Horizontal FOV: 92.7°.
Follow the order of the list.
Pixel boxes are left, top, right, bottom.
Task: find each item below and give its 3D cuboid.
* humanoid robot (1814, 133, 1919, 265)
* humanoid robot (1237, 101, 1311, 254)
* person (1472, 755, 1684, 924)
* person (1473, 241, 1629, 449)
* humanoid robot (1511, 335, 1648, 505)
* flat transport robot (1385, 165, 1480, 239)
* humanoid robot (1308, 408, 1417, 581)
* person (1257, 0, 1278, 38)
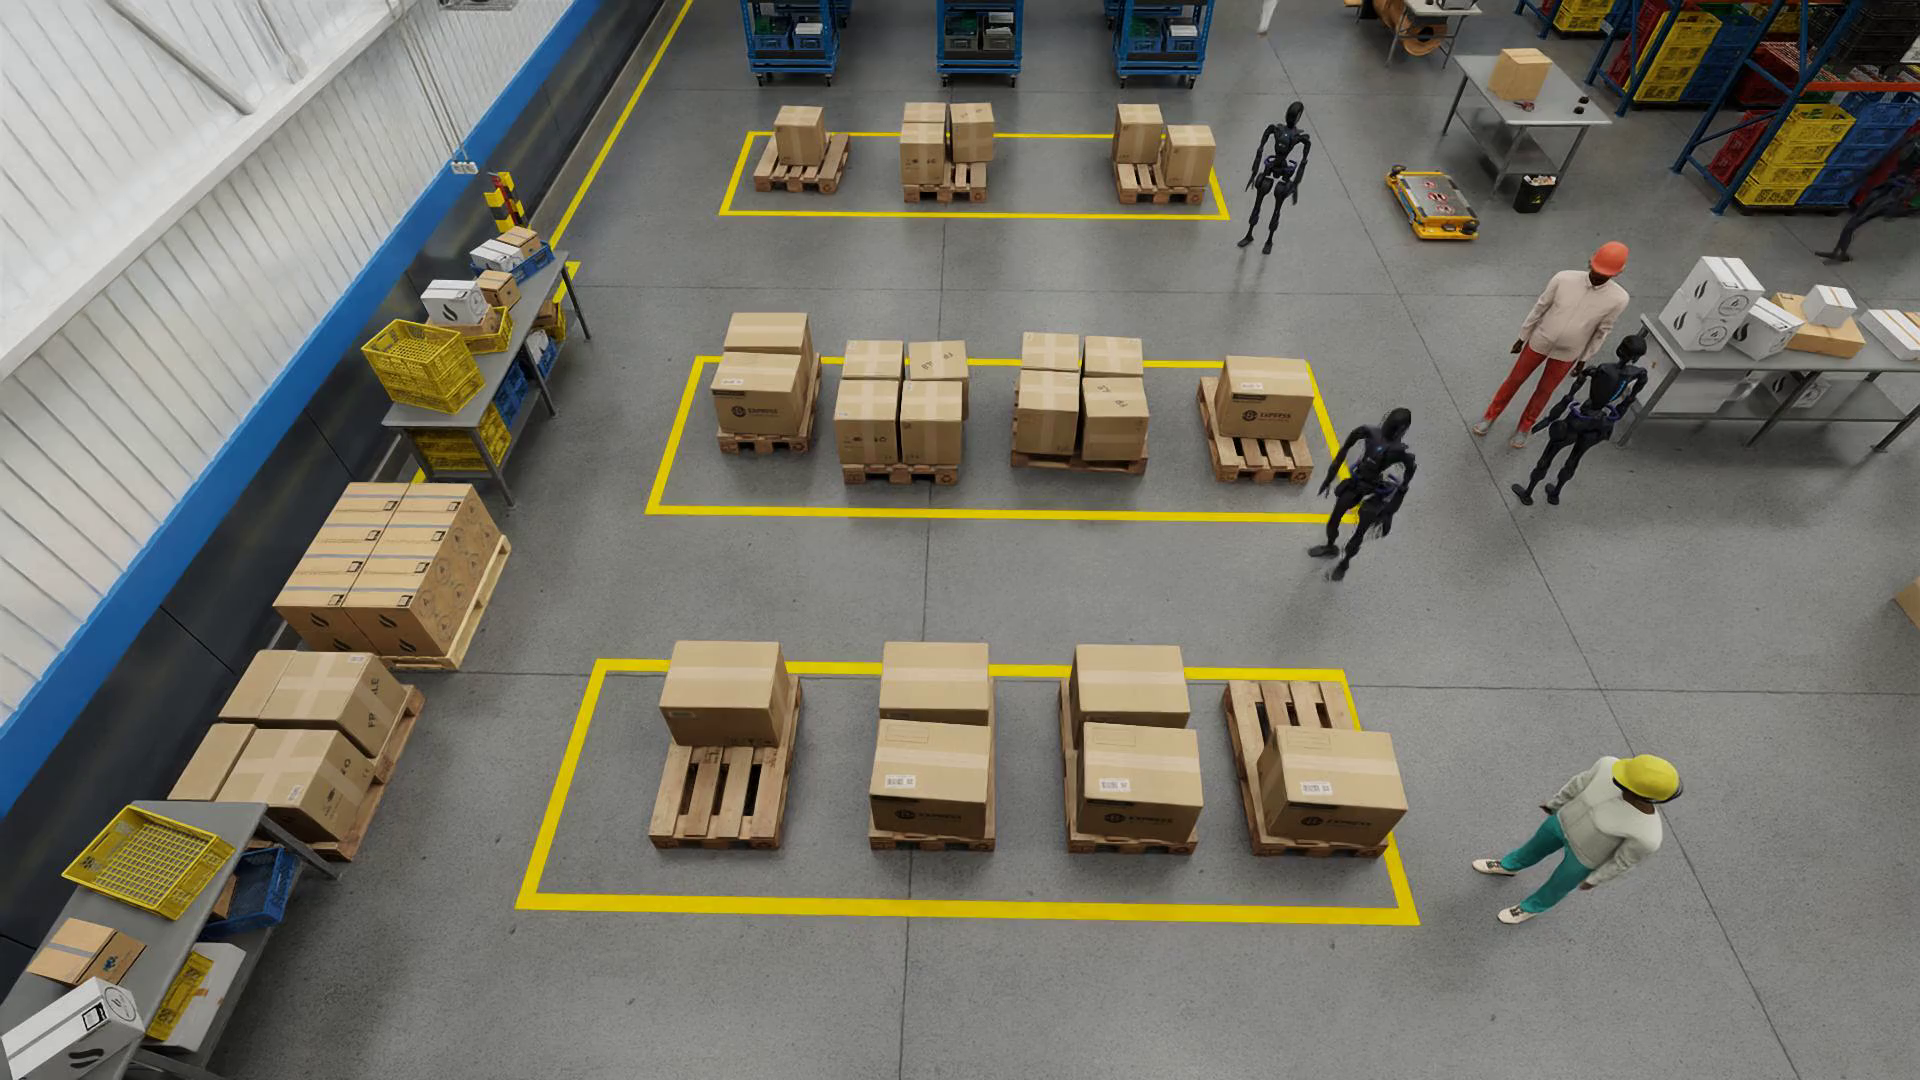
[{"bbox_3d":[9.873,-3.774,9.868,0.484,1.640,0.646,13,50,11],"label":"humanoid robot"},{"bbox_3d":[3.440,-3.934,9.998,0.586,1.657,0.327,25,54,20],"label":"humanoid robot"},{"bbox_3d":[3.432,1.667,5.100,0.326,1.765,0.524,-2,49,-2],"label":"person"},{"bbox_3d":[5.073,-1.650,7.821,0.609,1.994,0.376,28,55,22],"label":"person"},{"bbox_3d":[5.028,-0.952,7.417,0.616,1.657,0.310,1,49,1],"label":"humanoid robot"},{"bbox_3d":[5.692,-4.094,11.059,0.652,0.197,1.431,1,49,1],"label":"flat transport robot"},{"bbox_3d":[3.023,-0.344,6.896,0.324,1.652,0.624,-31,56,-24],"label":"humanoid robot"},{"bbox_3d":[4.945,-8.778,14.072,0.669,1.863,0.619,-36,58,-27],"label":"person"}]
